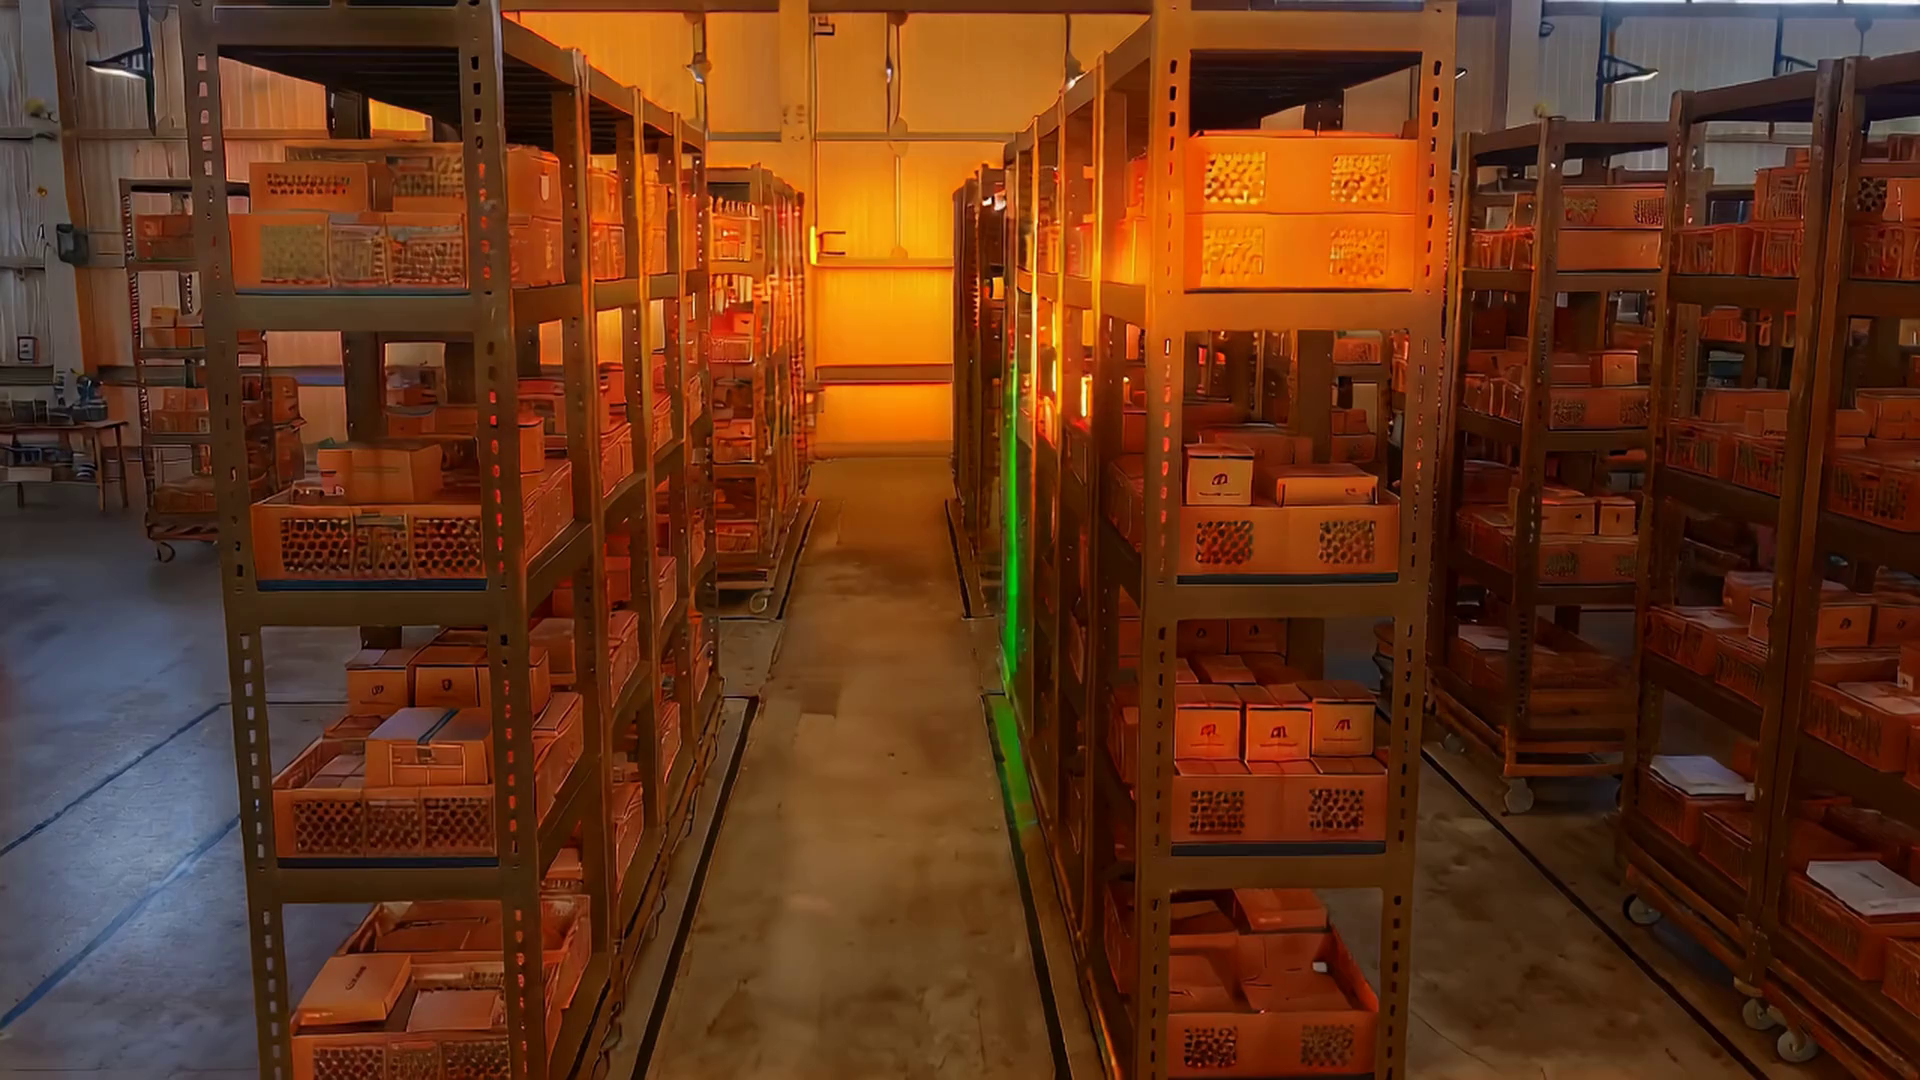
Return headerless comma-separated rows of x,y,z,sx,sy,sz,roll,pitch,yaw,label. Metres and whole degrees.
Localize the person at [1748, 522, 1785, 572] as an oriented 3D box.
5.643,0.038,11.621,0.623,1.816,0.604,4,11,20,person
